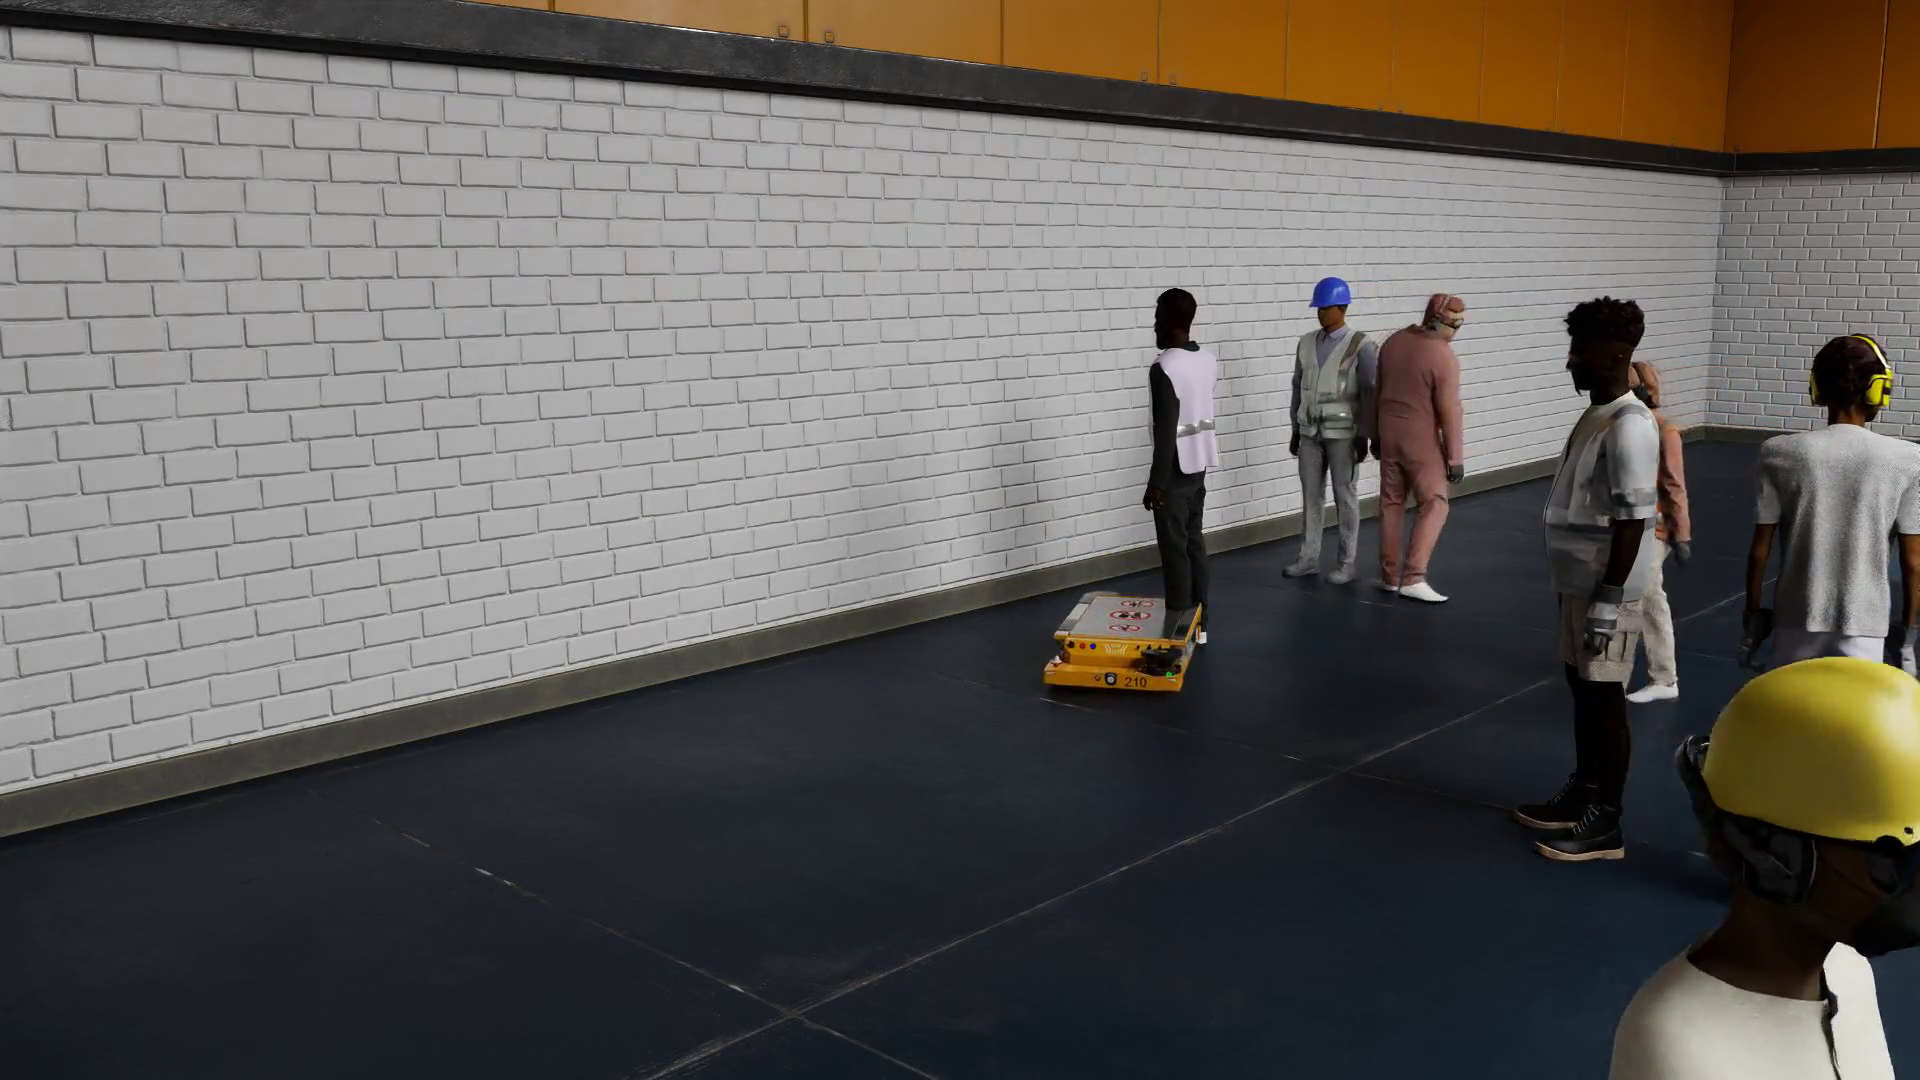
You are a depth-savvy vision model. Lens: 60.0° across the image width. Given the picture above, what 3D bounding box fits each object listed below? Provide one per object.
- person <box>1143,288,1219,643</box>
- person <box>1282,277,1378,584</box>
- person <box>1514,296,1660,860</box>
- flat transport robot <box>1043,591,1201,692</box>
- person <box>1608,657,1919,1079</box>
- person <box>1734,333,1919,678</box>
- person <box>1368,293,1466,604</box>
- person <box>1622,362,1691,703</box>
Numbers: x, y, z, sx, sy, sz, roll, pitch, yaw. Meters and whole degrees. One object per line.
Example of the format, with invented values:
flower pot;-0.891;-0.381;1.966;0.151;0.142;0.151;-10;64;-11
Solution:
person;1.164;-0.361;8.788;0.374;1.917;0.597;6;12;31
person;2.353;-0.697;10.620;0.407;1.943;0.613;-9;13;-42
person;2.220;0.135;5.824;0.367;1.966;0.605;1;10;8
flat transport robot;0.877;0.498;8.581;0.652;0.197;1.431;2;10;13
person;0.775;0.955;1.815;0.525;1.734;0.809;-8;13;-39
person;2.720;0.293;5.223;0.512;1.864;0.330;6;11;29
person;2.785;-0.564;10.130;0.395;1.864;0.721;-6;11;-29
person;3.076;-0.009;7.661;0.708;1.603;0.520;-2;10;-9
